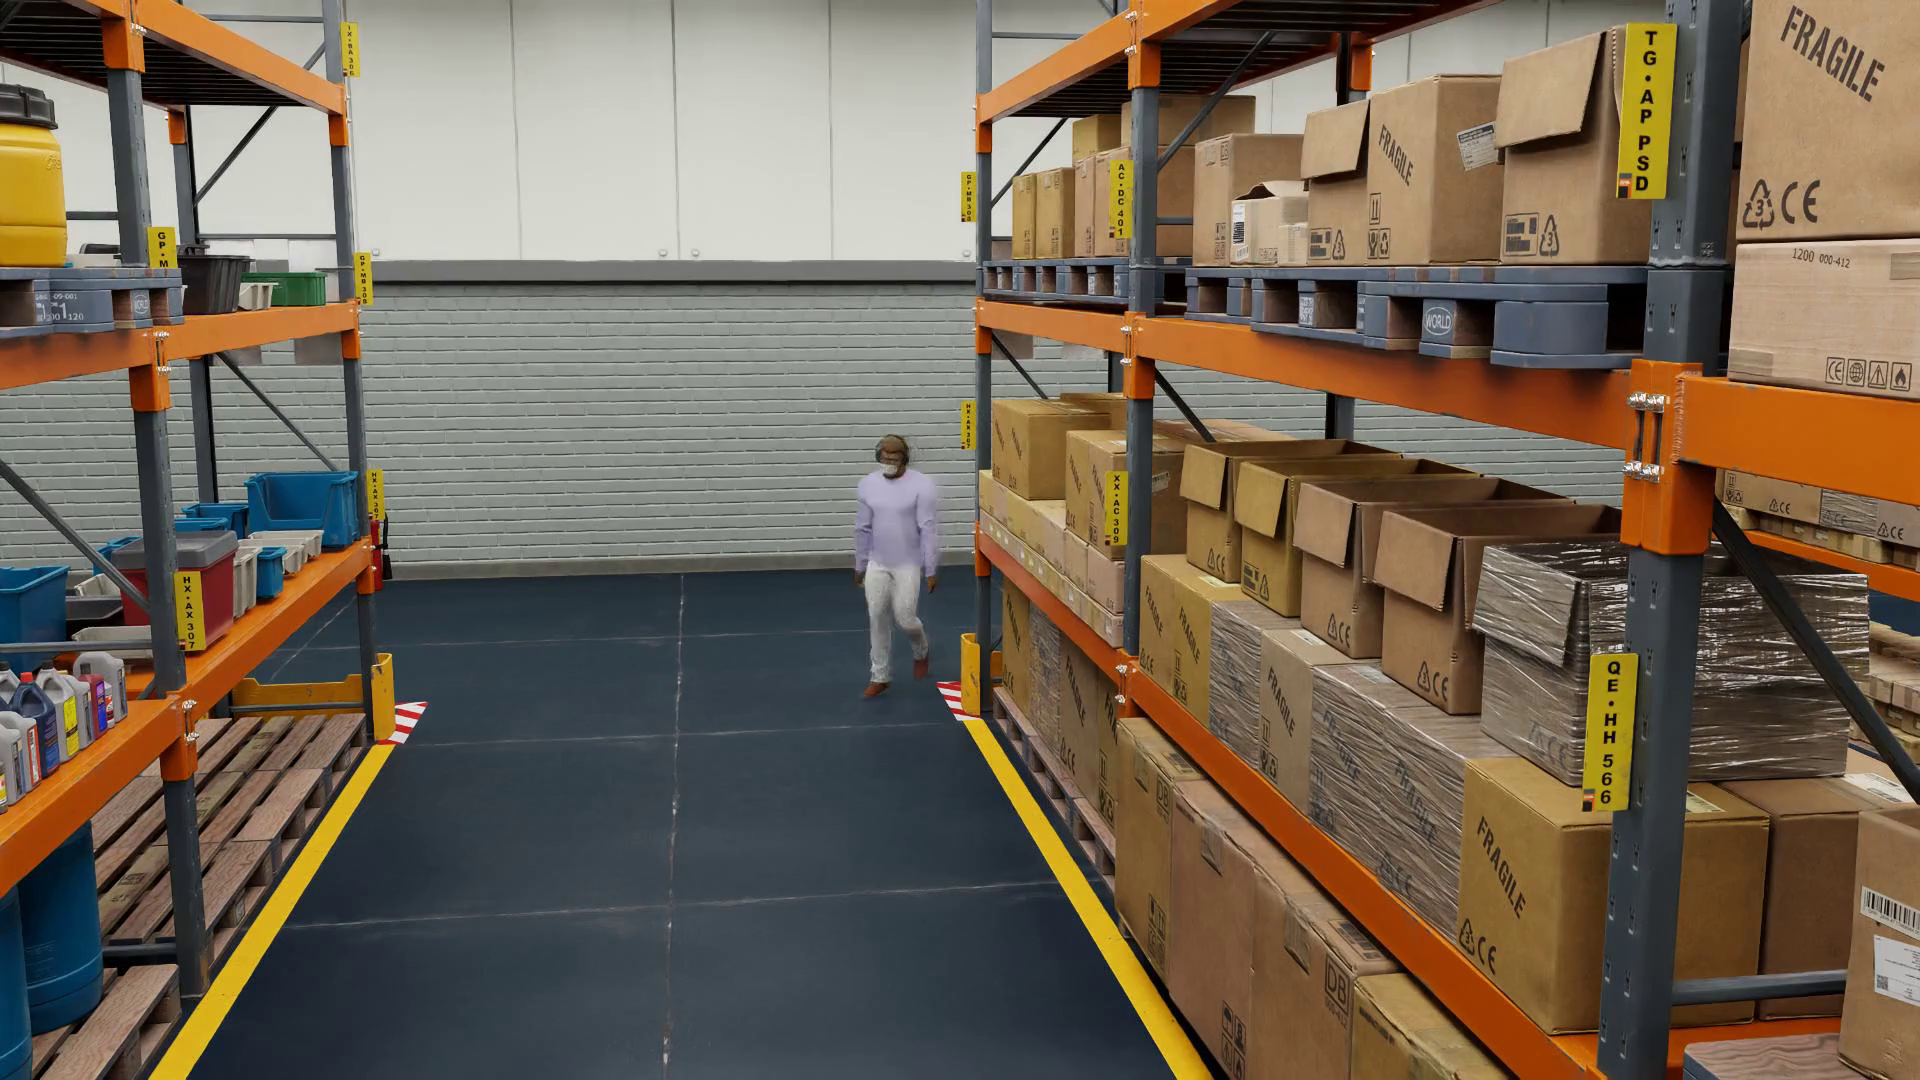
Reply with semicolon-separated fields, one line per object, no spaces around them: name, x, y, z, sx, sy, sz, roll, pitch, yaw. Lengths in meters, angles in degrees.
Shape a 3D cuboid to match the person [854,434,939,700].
person;-0.420;0.180;11.791;0.696;1.910;0.572;5;10;26
